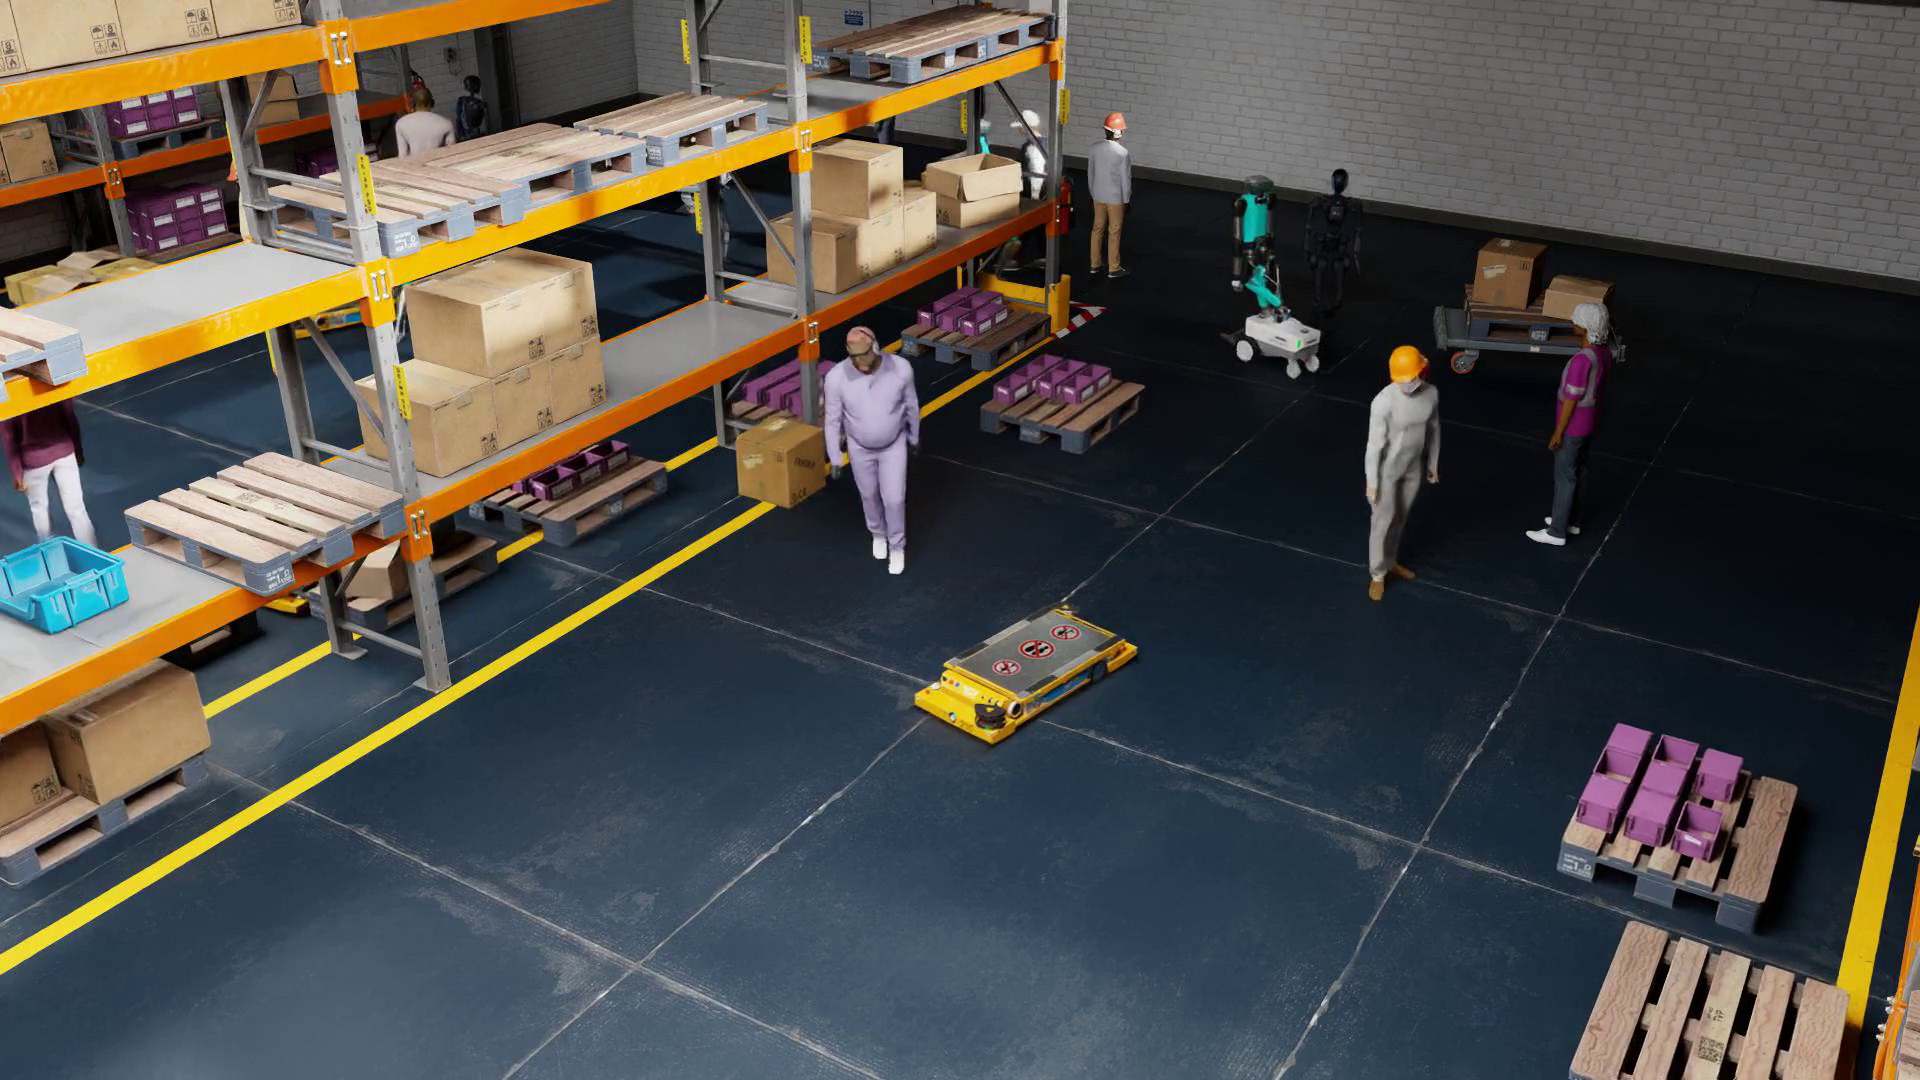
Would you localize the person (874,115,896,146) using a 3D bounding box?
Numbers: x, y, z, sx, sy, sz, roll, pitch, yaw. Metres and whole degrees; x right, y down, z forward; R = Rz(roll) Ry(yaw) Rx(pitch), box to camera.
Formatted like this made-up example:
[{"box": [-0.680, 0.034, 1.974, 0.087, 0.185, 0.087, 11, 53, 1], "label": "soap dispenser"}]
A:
[{"box": [-0.971, -5.359, 21.248, 0.286, 1.632, 0.499, 10, 29, 19], "label": "person"}]

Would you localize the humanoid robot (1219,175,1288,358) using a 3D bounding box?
[{"box": [2.870, -2.476, 15.484, 0.549, 1.759, 1.030, -21, 34, -35], "label": "humanoid robot"}]

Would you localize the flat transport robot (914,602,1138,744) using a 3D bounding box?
[{"box": [0.439, 0.821, 10.581, 0.659, 0.231, 1.431, 23, 35, 37], "label": "flat transport robot"}]

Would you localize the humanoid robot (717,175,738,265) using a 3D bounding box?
[{"box": [-2.677, -3.877, 18.290, 0.348, 1.647, 0.608, -4, 27, -8], "label": "humanoid robot"}]

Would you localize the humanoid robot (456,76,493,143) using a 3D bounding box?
[{"box": [-5.828, -4.800, 20.136, 0.610, 1.628, 0.735, 16, 31, 28], "label": "humanoid robot"}]

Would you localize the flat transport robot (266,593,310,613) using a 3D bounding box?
[{"box": [-5.027, 0.168, 11.866, 1.431, 0.231, 0.659, 12, 29, 23], "label": "flat transport robot"}]

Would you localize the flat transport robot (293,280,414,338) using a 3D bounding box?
[{"box": [-6.128, -2.354, 16.837, 1.431, 0.231, 0.659, -20, 33, -34], "label": "flat transport robot"}]

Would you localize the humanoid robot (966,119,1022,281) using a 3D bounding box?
[{"box": [0.425, -3.495, 17.528, 0.710, 1.852, 0.535, 2, 27, 4], "label": "humanoid robot"}]

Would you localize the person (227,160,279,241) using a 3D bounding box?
[{"box": [-6.808, -2.842, 16.158, 0.572, 1.746, 0.344, 24, 36, 39], "label": "person"}]

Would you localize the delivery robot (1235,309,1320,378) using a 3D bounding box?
[{"box": [2.997, -1.871, 15.587, 0.499, 0.612, 0.809, -20, 33, -34], "label": "delivery robot"}]

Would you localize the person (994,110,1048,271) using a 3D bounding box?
[{"box": [0.675, -3.780, 18.022, 0.705, 1.733, 0.761, 2, 27, 3], "label": "person"}]

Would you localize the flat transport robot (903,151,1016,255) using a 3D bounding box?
[{"box": [-0.152, -3.546, 19.186, 1.431, 0.231, 0.659, 20, 33, 34], "label": "flat transport robot"}]

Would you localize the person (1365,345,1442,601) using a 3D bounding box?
[{"box": [2.998, -0.495, 11.431, 0.634, 1.855, 0.471, -11, 29, -21], "label": "person"}]

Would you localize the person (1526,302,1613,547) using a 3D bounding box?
[{"box": [4.491, -0.847, 12.130, 0.322, 1.843, 0.506, 21, 34, 36], "label": "person"}]

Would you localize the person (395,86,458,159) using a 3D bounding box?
[{"box": [-5.820, -4.081, 18.448, 0.655, 1.879, 1.017, -1, 27, -2], "label": "person"}]

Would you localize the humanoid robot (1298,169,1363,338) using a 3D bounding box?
[{"box": [3.590, -2.777, 16.109, 0.600, 1.647, 0.406, 3, 27, 6], "label": "humanoid robot"}]

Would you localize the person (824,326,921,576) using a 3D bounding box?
[{"box": [-0.612, -0.652, 11.734, 0.671, 1.854, 0.708, -1, 27, -2], "label": "person"}]

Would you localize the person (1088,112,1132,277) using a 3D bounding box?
[{"box": [1.621, -3.704, 17.855, 0.568, 1.750, 0.328, 23, 35, 38], "label": "person"}]

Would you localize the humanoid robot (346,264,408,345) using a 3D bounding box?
[{"box": [-5.537, -2.654, 15.880, 0.539, 1.839, 0.760, 10, 29, 19], "label": "humanoid robot"}]

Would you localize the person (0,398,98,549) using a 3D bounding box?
[{"box": [-6.384, -0.607, 11.607, 0.523, 1.892, 1.000, -22, 34, -37], "label": "person"}]
